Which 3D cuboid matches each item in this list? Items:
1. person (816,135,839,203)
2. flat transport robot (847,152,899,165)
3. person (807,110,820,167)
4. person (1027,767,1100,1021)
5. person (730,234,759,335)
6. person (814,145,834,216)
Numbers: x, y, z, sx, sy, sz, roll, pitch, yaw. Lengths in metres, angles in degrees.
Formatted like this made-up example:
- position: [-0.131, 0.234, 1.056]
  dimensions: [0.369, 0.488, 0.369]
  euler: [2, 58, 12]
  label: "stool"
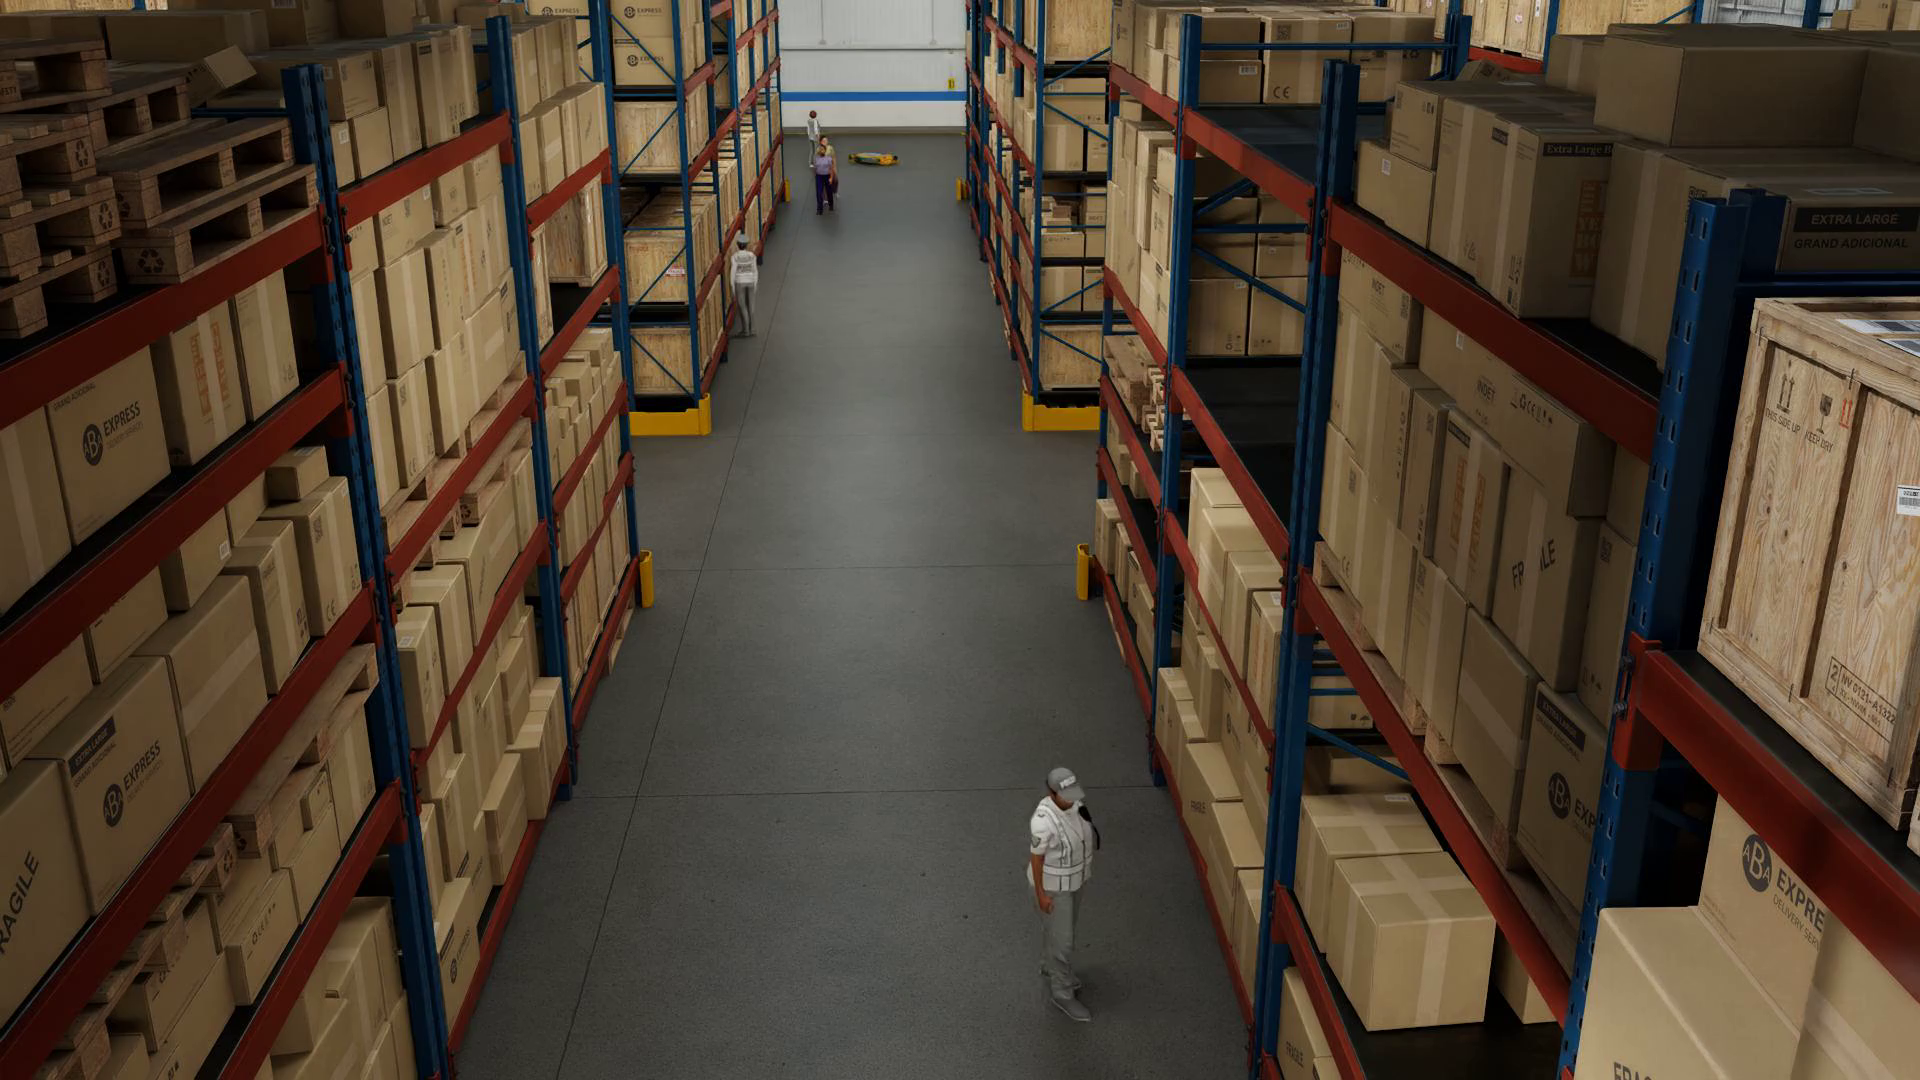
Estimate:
- position: [-3.301, -9.297, 41.577]
  dimensions: [0.615, 1.651, 0.640]
  euler: [-7, 22, -18]
  label: "person"
- position: [-2.542, -11.097, 48.474]
  dimensions: [1.431, 0.264, 0.659]
  euler: [14, 25, 33]
  label: "flat transport robot"
- position: [-4.131, -11.414, 47.319]
  dimensions: [0.410, 1.602, 0.329]
  euler: [18, 27, 40]
  label: "person"
- position: [0.715, 2.217, 10.705]
  dimensions: [0.529, 1.679, 0.516]
  euler: [13, 24, 32]
  label: "person"
- position: [-3.646, -4.315, 28.138]
  dimensions: [0.489, 1.691, 0.364]
  euler: [-8, 22, -21]
  label: "person"
- position: [-3.251, -8.644, 39.838]
  dimensions: [0.477, 1.602, 1.006]
  euler: [1, 20, 3]
  label: "person"
